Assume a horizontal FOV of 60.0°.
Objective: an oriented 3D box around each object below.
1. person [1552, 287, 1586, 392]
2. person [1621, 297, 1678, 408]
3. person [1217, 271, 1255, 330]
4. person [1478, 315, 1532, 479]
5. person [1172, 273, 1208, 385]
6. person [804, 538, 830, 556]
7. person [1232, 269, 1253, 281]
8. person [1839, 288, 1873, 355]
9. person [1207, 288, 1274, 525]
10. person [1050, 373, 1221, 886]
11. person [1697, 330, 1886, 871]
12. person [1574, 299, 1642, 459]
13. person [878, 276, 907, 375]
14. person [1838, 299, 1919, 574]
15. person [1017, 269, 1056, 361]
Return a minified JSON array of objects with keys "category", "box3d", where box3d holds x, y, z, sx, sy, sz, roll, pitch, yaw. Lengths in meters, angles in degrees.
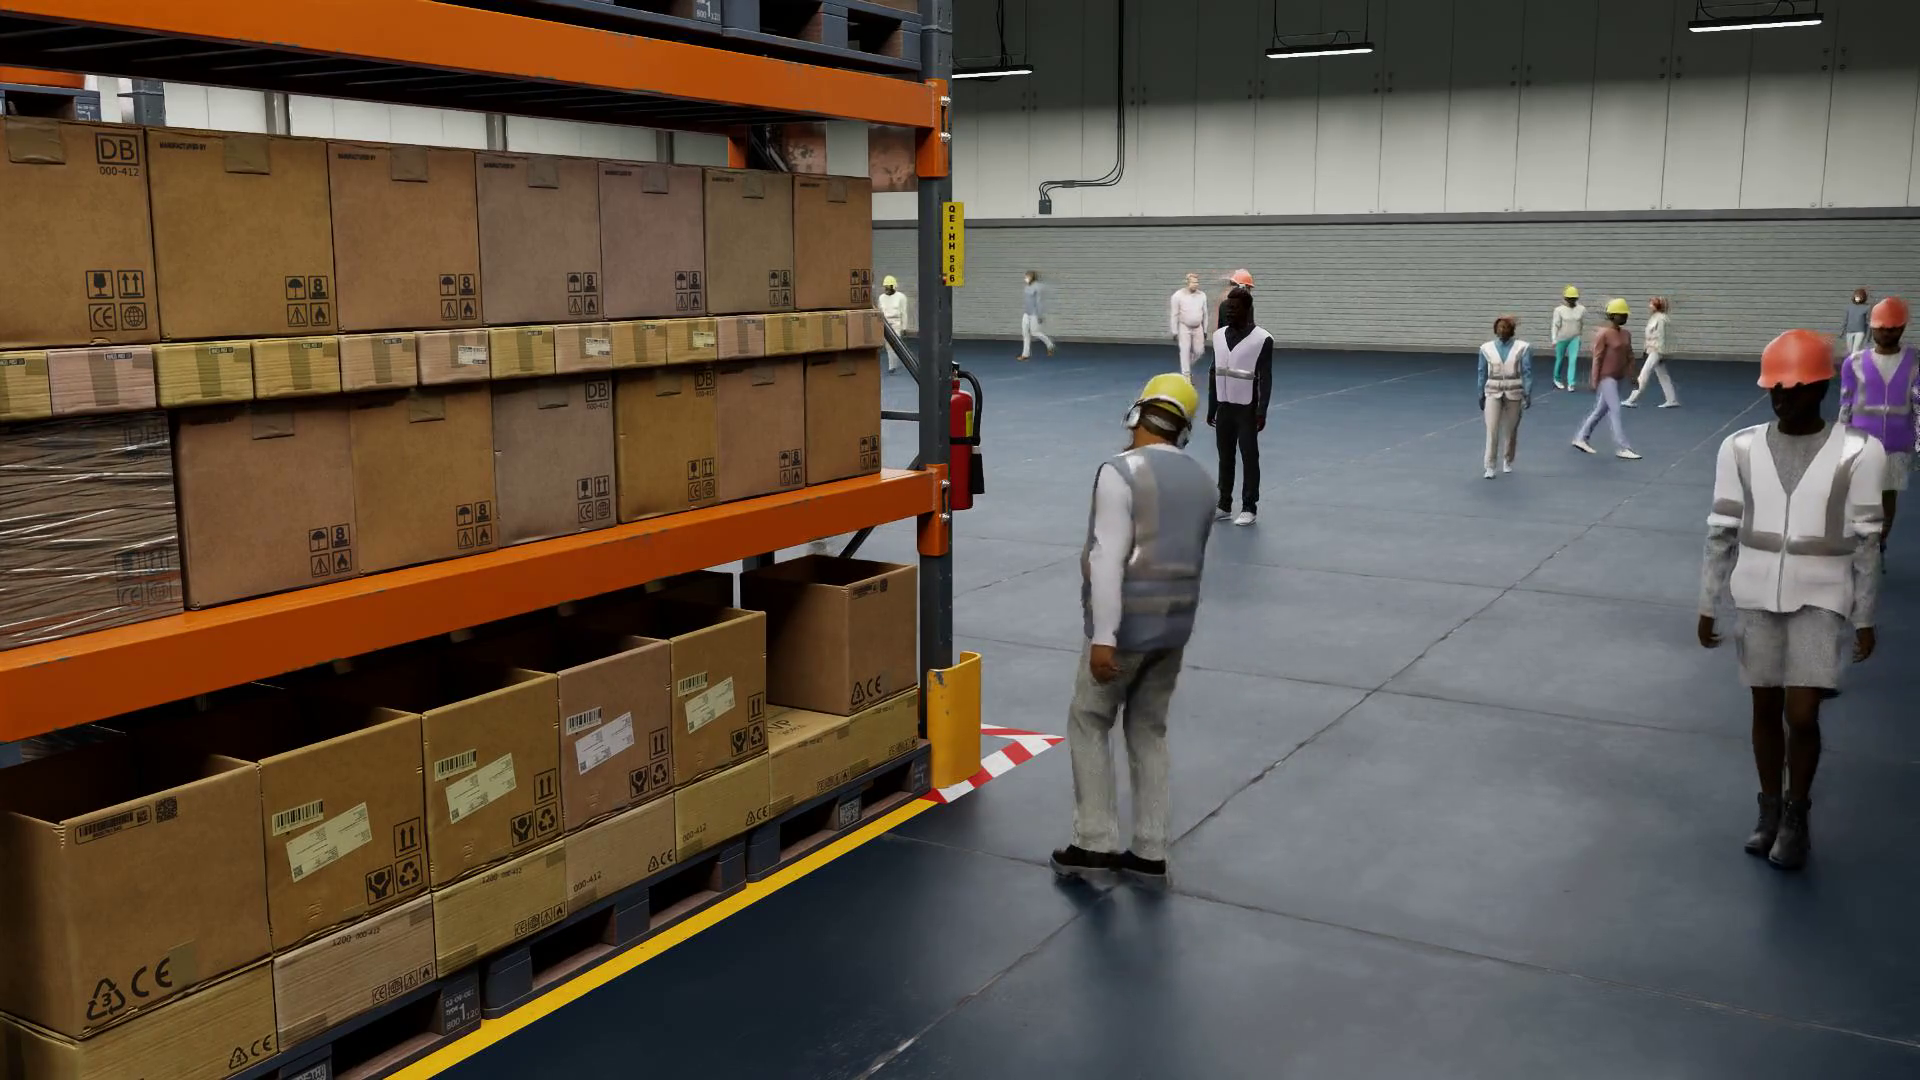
[{"category":"person","box3d":[9.849,-3.268,27.004,0.528,1.694,0.955,1,10,7]},{"category":"person","box3d":[9.927,-2.678,23.815,0.854,1.591,0.539,2,10,11]},{"category":"person","box3d":[3.476,-2.357,20.803,0.401,1.984,0.612,-6,11,-30]},{"category":"person","box3d":[5.403,-1.435,16.510,0.514,1.604,0.826,4,10,20]},{"category":"person","box3d":[3.870,-3.551,28.077,0.669,1.891,0.481,-3,10,-17]},{"category":"person","box3d":[-1.101,-0.776,11.887,0.611,1.862,0.688,4,11,23]},{"category":"person","box3d":[4.370,-3.280,26.228,0.480,1.974,0.639,-1,10,-4]},{"category":"person","box3d":[16.149,-3.724,29.897,0.765,1.608,0.490,-7,12,-36]},{"category":"person","box3d":[2.271,-1.085,13.548,0.392,1.920,0.587,-9,13,-43]},{"category":"person","box3d":[0.626,0.311,5.814,0.669,1.771,0.451,-8,12,-38]},{"category":"person","box3d":[2.913,0.220,5.893,0.573,1.914,0.581,8,13,41]},{"category":"person","box3d":[7.092,-1.766,18.120,0.539,1.721,0.907,-7,12,-34]},{"category":"person","box3d":[-1.305,-3.896,30.313,0.616,1.809,0.618,6,11,32]},{"category":"person","box3d":[6.174,-0.658,11.143,0.548,1.882,0.992,5,11,26]},{"category":"person","box3d":[1.590,-4.690,34.695,0.797,1.915,0.633,-6,11,-30]}]
